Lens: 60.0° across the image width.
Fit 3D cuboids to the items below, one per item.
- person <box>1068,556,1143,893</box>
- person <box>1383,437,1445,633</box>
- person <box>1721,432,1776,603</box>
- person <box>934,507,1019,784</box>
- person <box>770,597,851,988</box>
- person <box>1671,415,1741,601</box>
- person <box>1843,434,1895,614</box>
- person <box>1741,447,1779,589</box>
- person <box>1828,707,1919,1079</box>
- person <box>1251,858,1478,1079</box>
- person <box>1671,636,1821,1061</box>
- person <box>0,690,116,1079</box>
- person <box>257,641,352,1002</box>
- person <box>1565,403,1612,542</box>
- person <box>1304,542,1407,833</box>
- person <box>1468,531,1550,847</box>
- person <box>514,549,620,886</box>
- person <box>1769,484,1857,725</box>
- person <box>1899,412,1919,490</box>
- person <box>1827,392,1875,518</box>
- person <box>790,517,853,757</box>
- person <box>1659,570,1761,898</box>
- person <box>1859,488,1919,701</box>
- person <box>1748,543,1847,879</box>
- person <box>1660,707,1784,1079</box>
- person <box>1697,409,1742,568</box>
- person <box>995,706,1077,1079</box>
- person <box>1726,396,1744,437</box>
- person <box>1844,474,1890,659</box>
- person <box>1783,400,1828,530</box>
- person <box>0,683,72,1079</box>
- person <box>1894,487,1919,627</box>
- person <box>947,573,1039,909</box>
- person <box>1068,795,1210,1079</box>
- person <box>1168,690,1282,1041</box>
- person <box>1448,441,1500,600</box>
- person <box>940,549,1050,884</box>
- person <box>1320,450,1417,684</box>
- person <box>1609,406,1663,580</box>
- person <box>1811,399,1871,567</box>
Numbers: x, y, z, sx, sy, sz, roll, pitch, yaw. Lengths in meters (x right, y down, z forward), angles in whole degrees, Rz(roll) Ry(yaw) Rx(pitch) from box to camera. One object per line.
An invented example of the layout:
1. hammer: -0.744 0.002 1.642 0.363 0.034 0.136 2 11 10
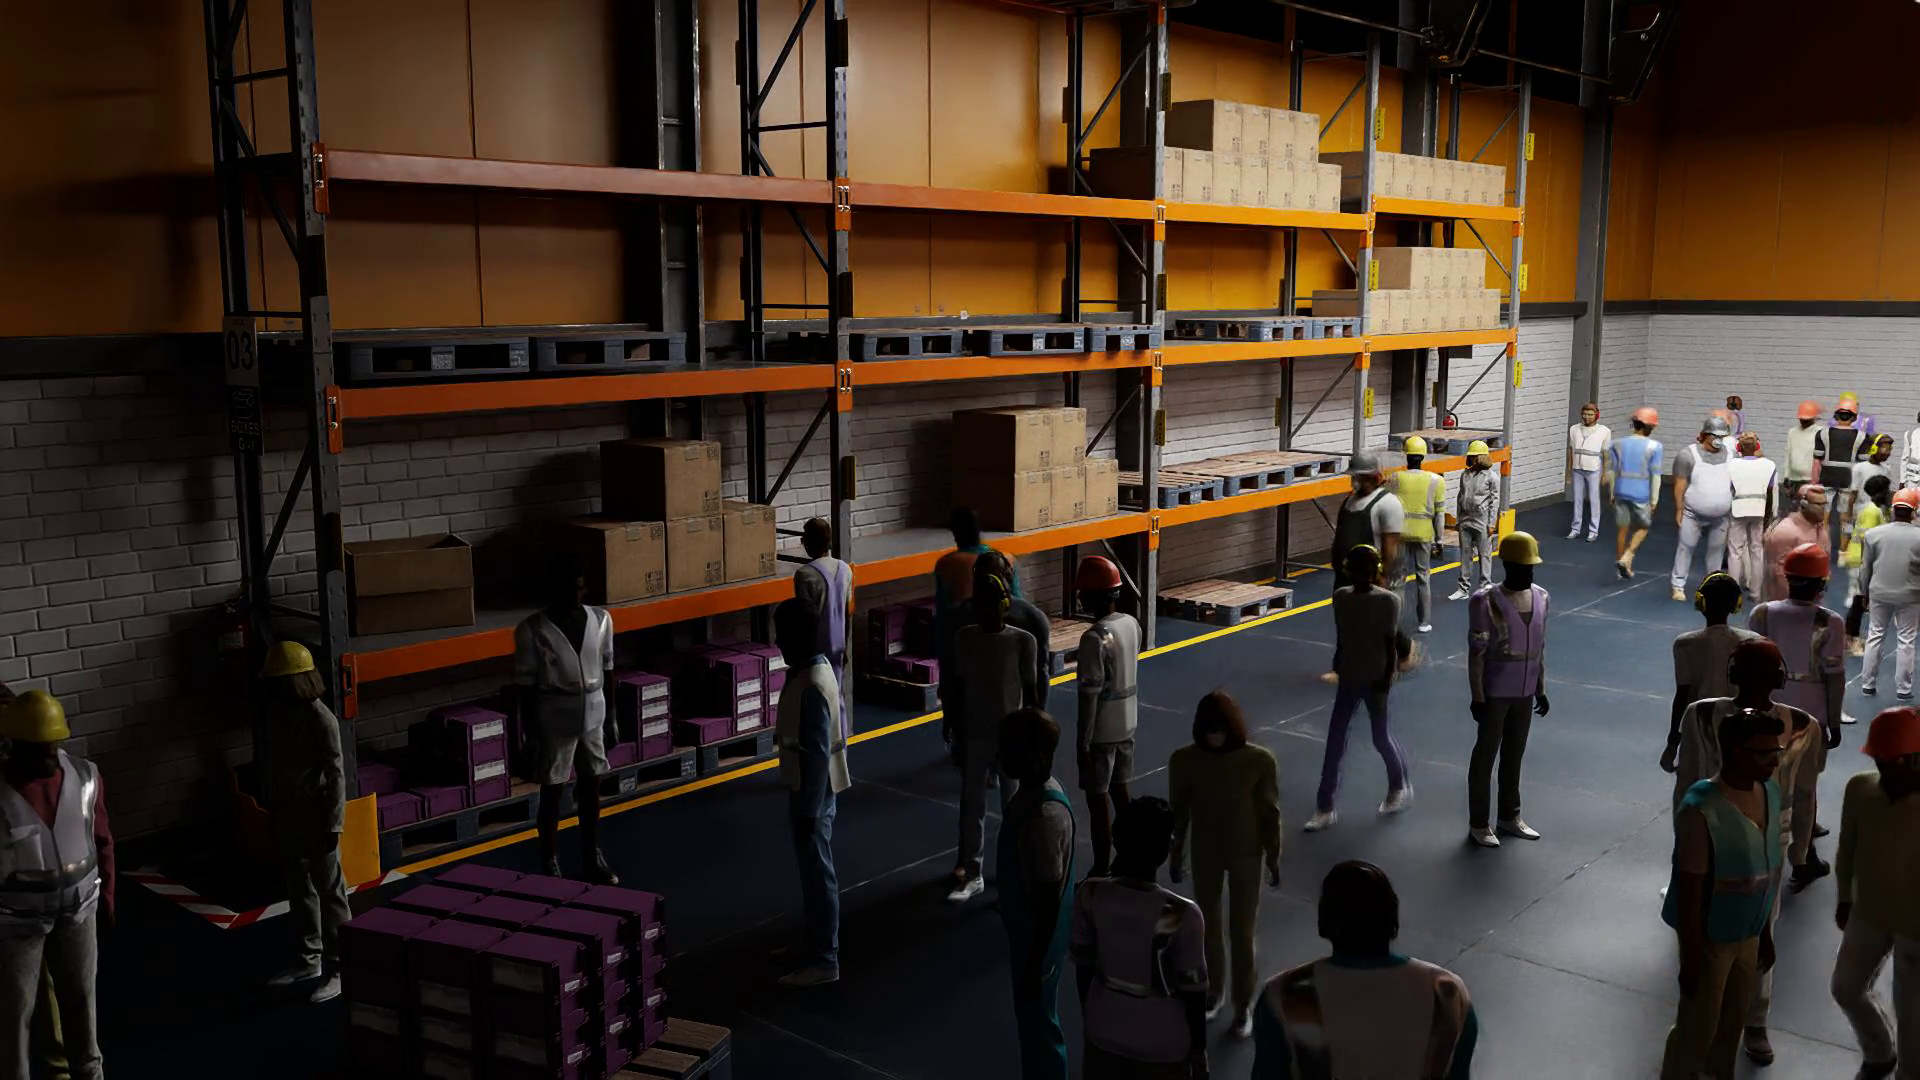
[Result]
1. person: 0.780 1.042 9.226 0.385 1.929 0.543 6 11 34
2. person: 4.416 -0.047 16.246 0.595 1.924 0.376 2 9 12
3. person: 8.359 -0.229 17.710 0.565 1.837 0.396 0 9 2
4. person: 0.141 0.697 11.593 0.700 1.870 0.925 -1 9 -9
5. person: -0.736 1.217 8.133 0.392 1.916 0.591 -2 9 -11
6. person: 7.991 -0.341 17.775 0.703 2.000 0.536 1 9 6
7. person: 9.490 -0.168 17.266 0.541 1.852 0.462 -3 9 -21
8. person: 8.920 -0.275 18.726 0.527 1.598 0.818 4 10 23
9. person: 3.780 1.520 6.751 0.394 1.732 0.601 -4 10 -26
10. person: 1.106 1.798 4.669 0.637 1.840 0.430 -1 9 -4
11. person: 3.453 1.352 7.359 0.575 1.885 0.355 3 9 21
12. person: -3.678 1.491 6.669 0.403 1.824 0.595 7 11 37
13. person: -3.140 1.332 7.939 0.490 1.743 0.324 6 10 32
14. person: 8.318 -0.896 22.025 0.394 1.836 0.561 -8 12 -42
15. person: 2.576 0.895 10.517 0.500 1.829 0.891 7 11 38
16. person: 3.358 0.897 10.159 0.585 1.927 0.366 -4 10 -24
17. person: -2.181 1.014 9.320 0.599 1.958 0.374 -8 12 -40
18. person: 6.590 0.468 13.153 0.634 1.863 1.011 -5 10 -27
19. person: 12.159 -0.756 20.985 0.351 1.880 0.576 -7 11 -37
20. person: 12.561 -1.157 23.514 0.599 1.880 0.803 8 12 42
21. person: -0.950 0.760 11.354 0.357 1.835 0.516 7 11 40
22. person: 4.083 1.094 9.066 0.520 1.873 0.333 0 9 -2
23. person: 7.708 0.442 13.678 0.565 1.744 0.351 8 12 42
24. person: 4.813 0.978 9.595 0.361 1.939 0.543 -8 12 -42
25. person: 2.918 1.527 6.409 0.560 1.835 0.387 -7 11 -36
26. person: 9.177 -0.625 20.113 0.574 1.898 0.892 4 9 22
27. person: 0.266 1.530 6.338 0.345 1.846 0.508 -1 9 -5
28. person: 12.287 -1.474 26.416 0.318 1.630 0.513 6 11 33
29. person: 8.318 0.236 15.271 0.317 1.670 0.617 5 10 30
30. person: 10.770 -0.808 21.099 0.799 1.950 0.639 -3 9 -21
31. person: -3.906 1.463 6.814 0.565 1.836 0.384 -4 10 -25
32. person: 9.533 0.036 16.438 0.536 1.699 0.322 1 9 8
33. person: 0.183 1.096 9.089 0.513 1.863 0.329 4 10 23
34. person: 0.620 1.704 5.690 0.529 1.697 0.321 7 11 37
35. person: 1.200 1.458 7.583 0.522 1.603 0.477 3 9 19
36. person: 5.505 -0.193 17.779 0.294 1.744 0.484 -7 11 -39
37. person: 0.192 1.005 9.419 0.631 1.938 0.362 2 9 14
38. person: 3.521 0.213 14.203 0.808 2.000 0.677 -5 10 -30
39. person: 7.684 -0.518 18.973 0.614 2.019 0.544 9 12 44
40. person: 10.603 -0.686 20.052 0.612 2.031 0.403 5 10 29
